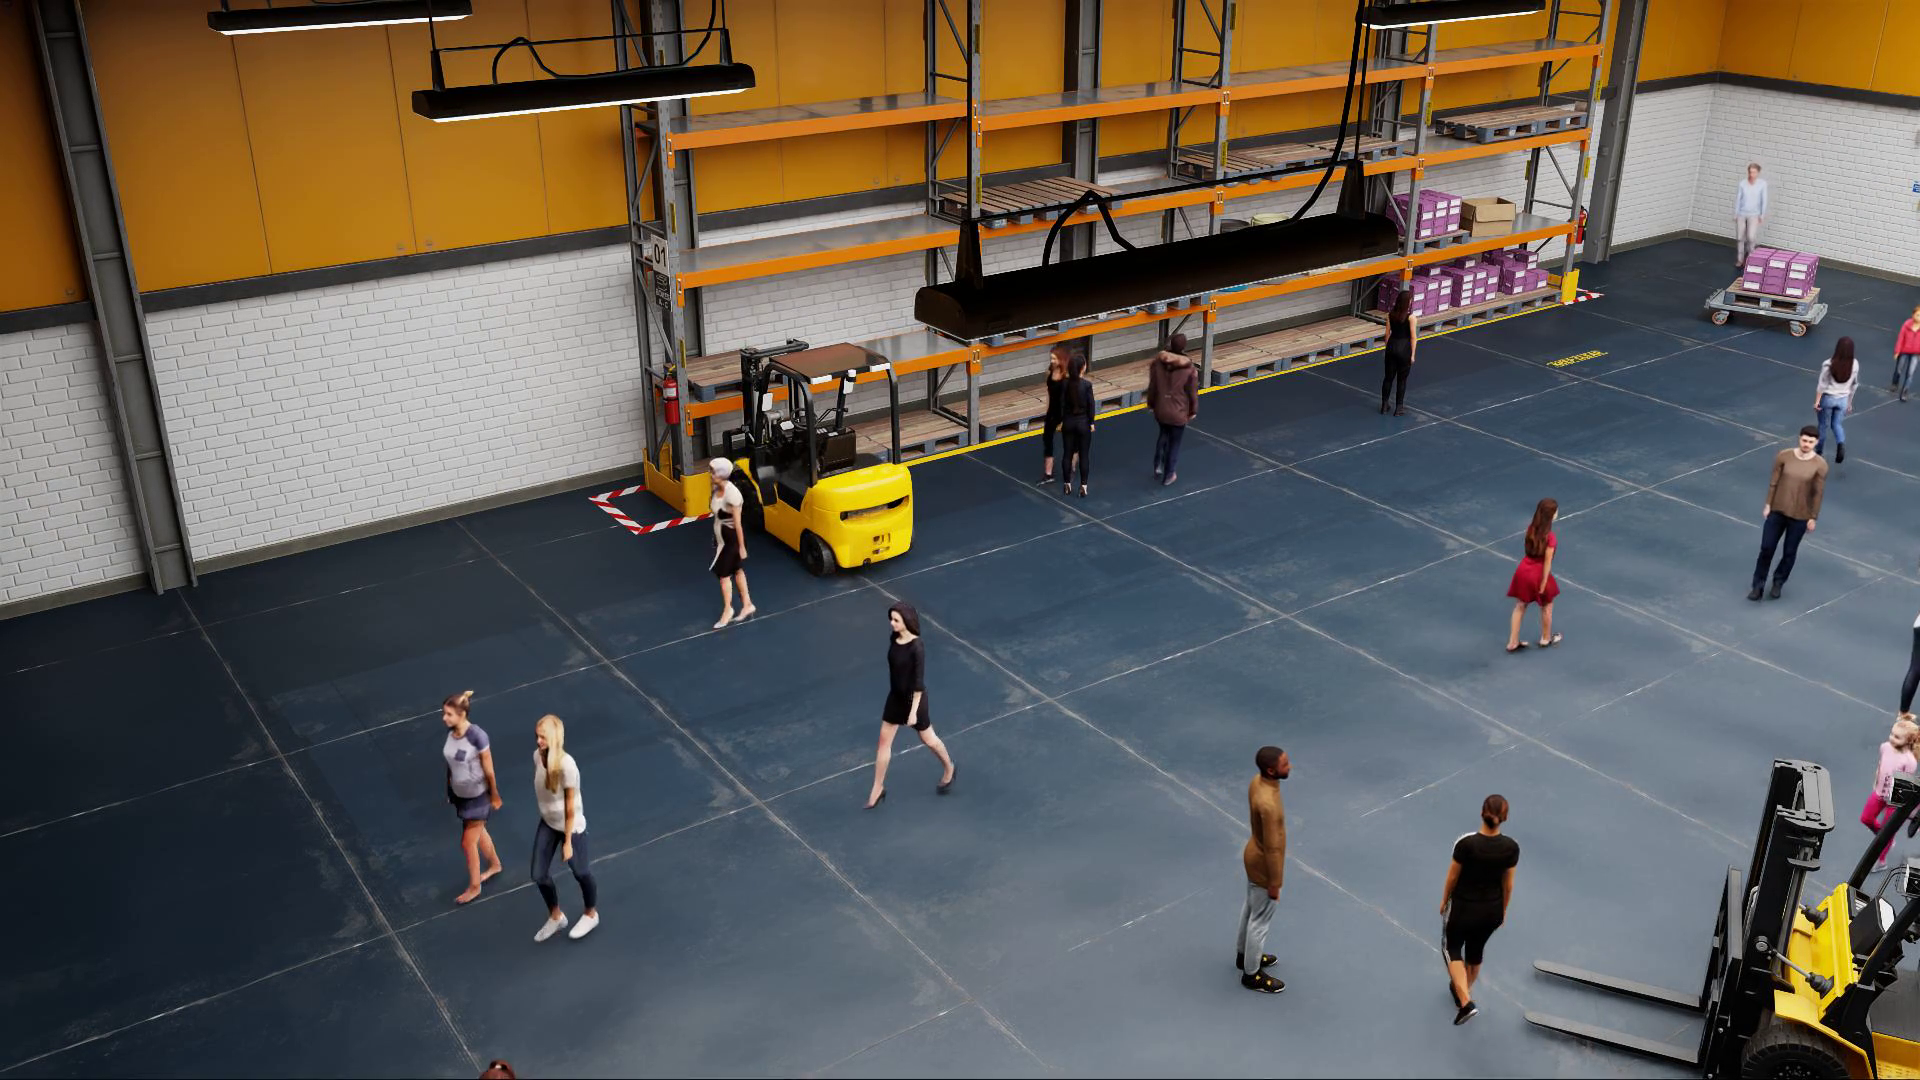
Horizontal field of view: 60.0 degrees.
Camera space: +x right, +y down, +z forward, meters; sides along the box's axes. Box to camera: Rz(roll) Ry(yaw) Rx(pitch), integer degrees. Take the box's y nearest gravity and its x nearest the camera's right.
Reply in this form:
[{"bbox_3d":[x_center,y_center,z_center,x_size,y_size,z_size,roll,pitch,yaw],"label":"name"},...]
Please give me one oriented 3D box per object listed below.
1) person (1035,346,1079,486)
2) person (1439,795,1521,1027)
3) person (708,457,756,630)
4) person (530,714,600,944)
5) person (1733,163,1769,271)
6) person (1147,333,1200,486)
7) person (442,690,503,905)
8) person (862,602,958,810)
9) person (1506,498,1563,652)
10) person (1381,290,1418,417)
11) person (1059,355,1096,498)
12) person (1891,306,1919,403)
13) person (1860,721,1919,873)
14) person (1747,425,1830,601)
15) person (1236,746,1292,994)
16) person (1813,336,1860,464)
[{"bbox_3d":[1.267,-1.505,19.771,0.743,1.702,0.910,14,27,28],"label":"person"},{"bbox_3d":[3.371,2.440,10.808,0.912,1.651,0.925,-1,24,-1],"label":"person"},{"bbox_3d":[-2.149,0.014,16.257,0.751,1.732,0.703,-11,26,-23],"label":"person"},{"bbox_3d":[-2.709,1.990,11.662,0.706,1.793,0.775,15,28,31],"label":"person"},{"bbox_3d":[13.813,-5.673,29.103,0.772,1.863,0.816,13,27,28],"label":"person"},{"bbox_3d":[2.464,-1.512,19.623,0.883,1.833,0.873,13,27,26],"label":"person"},{"bbox_3d":[-3.536,1.834,12.254,0.689,1.604,0.796,19,30,36],"label":"person"},{"bbox_3d":[-0.324,1.314,13.252,1.076,1.758,0.604,-15,28,-30],"label":"person"},{"bbox_3d":[5.389,0.353,15.734,0.824,1.530,0.554,-14,27,-29],"label":"person"},{"bbox_3d":[5.806,-2.482,22.024,0.645,1.687,0.621,18,30,36],"label":"person"},{"bbox_3d":[1.362,-1.325,19.343,0.640,1.715,0.637,11,26,23],"label":"person"},{"bbox_3d":[12.950,-2.561,22.681,0.710,1.305,0.815,10,25,21],"label":"person"},{"bbox_3d":[7.044,1.915,12.497,0.643,1.262,0.570,-7,25,-16],"label":"person"},{"bbox_3d":[8.407,-0.301,16.809,0.832,1.869,0.957,16,28,32],"label":"person"},{"bbox_3d":[2.039,2.184,11.189,0.737,1.816,0.721,0,24,0],"label":"person"},{"bbox_3d":[10.652,-1.650,20.206,0.894,1.618,0.923,1,24,2],"label":"person"}]
